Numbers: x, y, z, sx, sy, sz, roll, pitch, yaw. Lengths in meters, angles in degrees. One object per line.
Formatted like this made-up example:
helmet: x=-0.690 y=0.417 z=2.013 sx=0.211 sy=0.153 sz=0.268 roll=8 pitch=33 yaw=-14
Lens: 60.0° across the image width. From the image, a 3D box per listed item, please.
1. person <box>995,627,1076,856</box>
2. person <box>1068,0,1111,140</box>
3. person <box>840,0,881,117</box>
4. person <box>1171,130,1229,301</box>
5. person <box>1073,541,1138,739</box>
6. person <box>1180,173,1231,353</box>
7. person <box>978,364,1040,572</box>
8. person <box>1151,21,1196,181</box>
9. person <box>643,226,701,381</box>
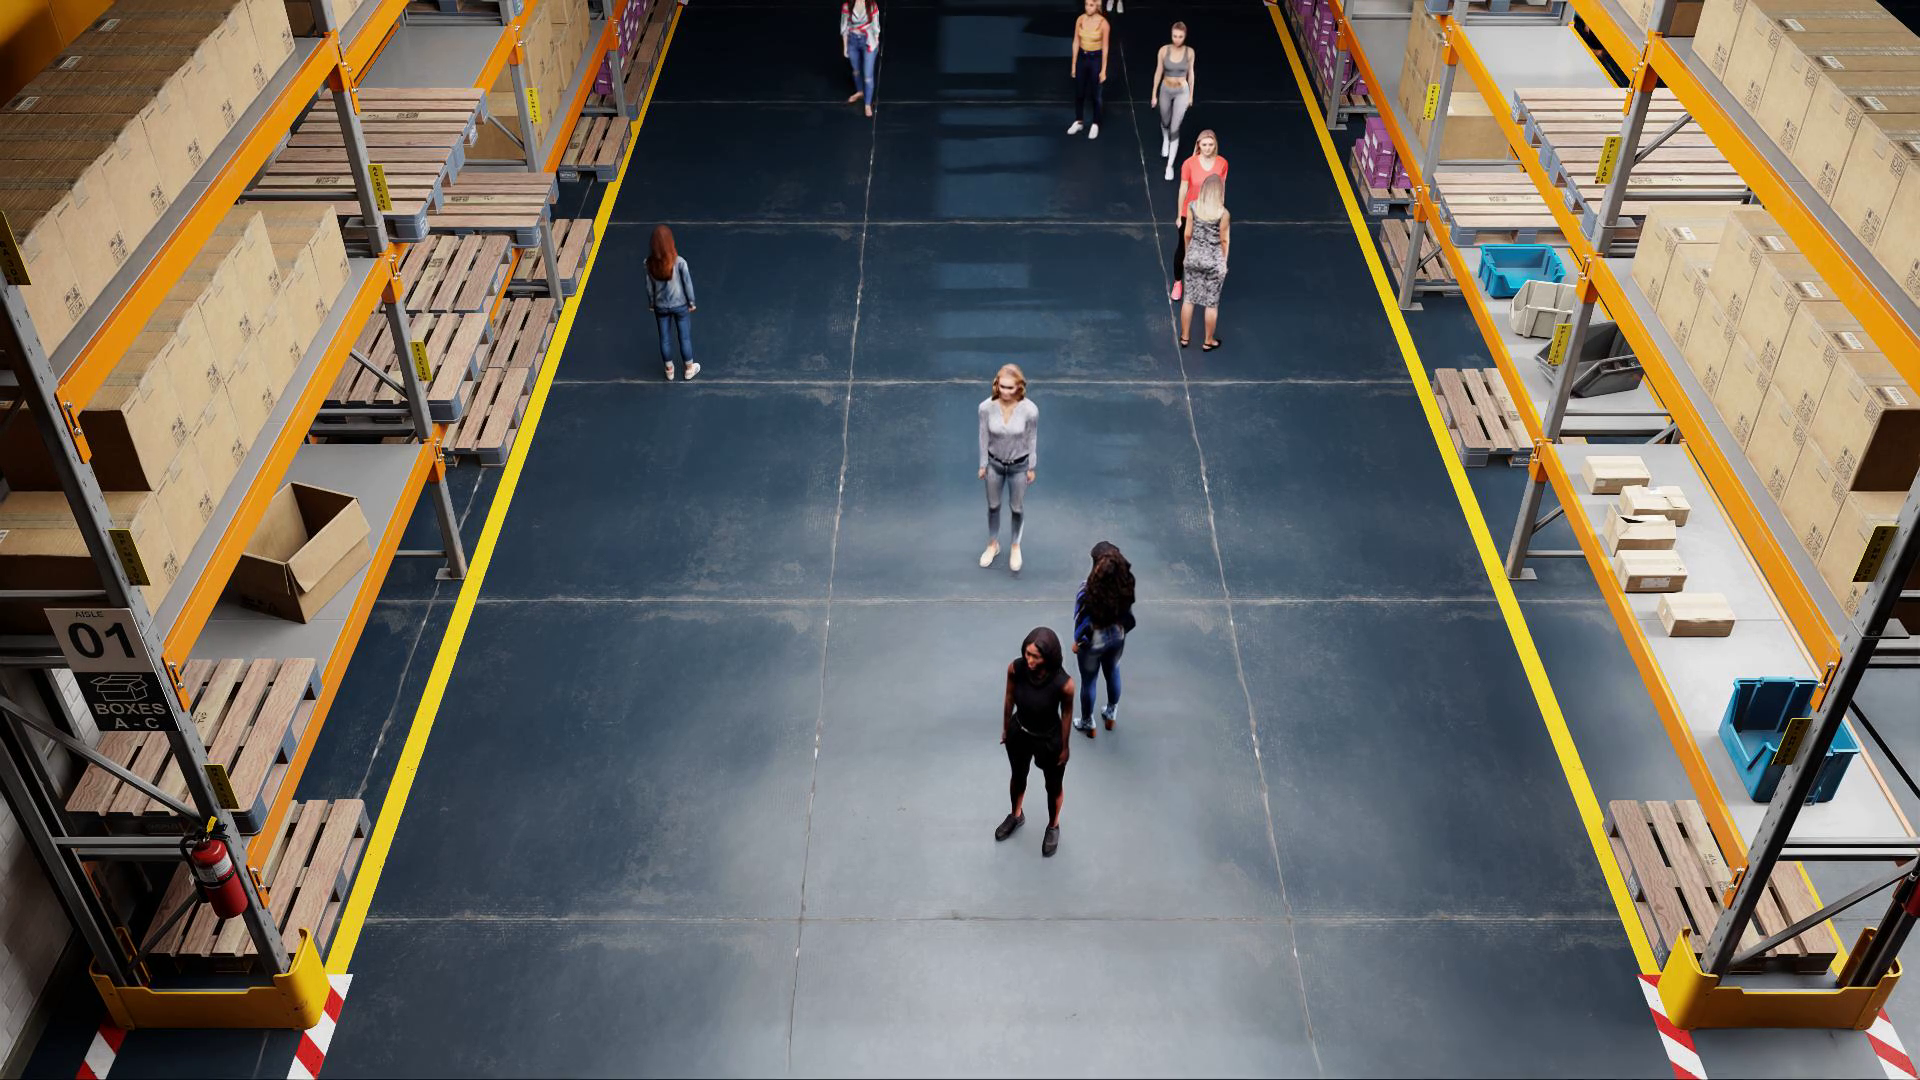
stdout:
person: x=0.475 y=1.221 z=10.197 sx=0.663 sy=1.741 sz=0.645 roll=16 pitch=41 yaw=19
person: x=1.445 y=-5.265 z=18.408 sx=0.647 sy=1.627 sz=0.657 roll=19 pitch=43 yaw=23
person: x=-1.139 y=-5.669 z=18.946 sx=0.632 sy=1.588 sz=0.812 roll=5 pitch=39 yaw=7
person: x=2.251 y=-3.046 z=15.577 sx=0.600 sy=1.693 sz=0.534 roll=-2 pitch=39 yaw=-3
person: x=0.936 y=0.653 z=11.008 sx=0.684 sy=1.616 sz=0.683 roll=-16 pitch=41 yaw=-19
person: x=2.175 y=-2.469 z=14.846 sx=0.643 sy=1.705 sz=0.654 roll=20 pitch=43 yaw=23
person: x=0.354 y=-0.550 z=12.370 sx=0.632 sy=1.795 sz=0.577 roll=8 pitch=39 yaw=10
person: x=2.287 y=-4.753 z=17.743 sx=0.736 sy=1.658 sz=1.125 roll=7 pitch=39 yaw=8
person: x=-2.527 y=-2.062 z=14.517 sx=0.569 sy=1.478 sz=0.511 roll=2 pitch=39 yaw=3
